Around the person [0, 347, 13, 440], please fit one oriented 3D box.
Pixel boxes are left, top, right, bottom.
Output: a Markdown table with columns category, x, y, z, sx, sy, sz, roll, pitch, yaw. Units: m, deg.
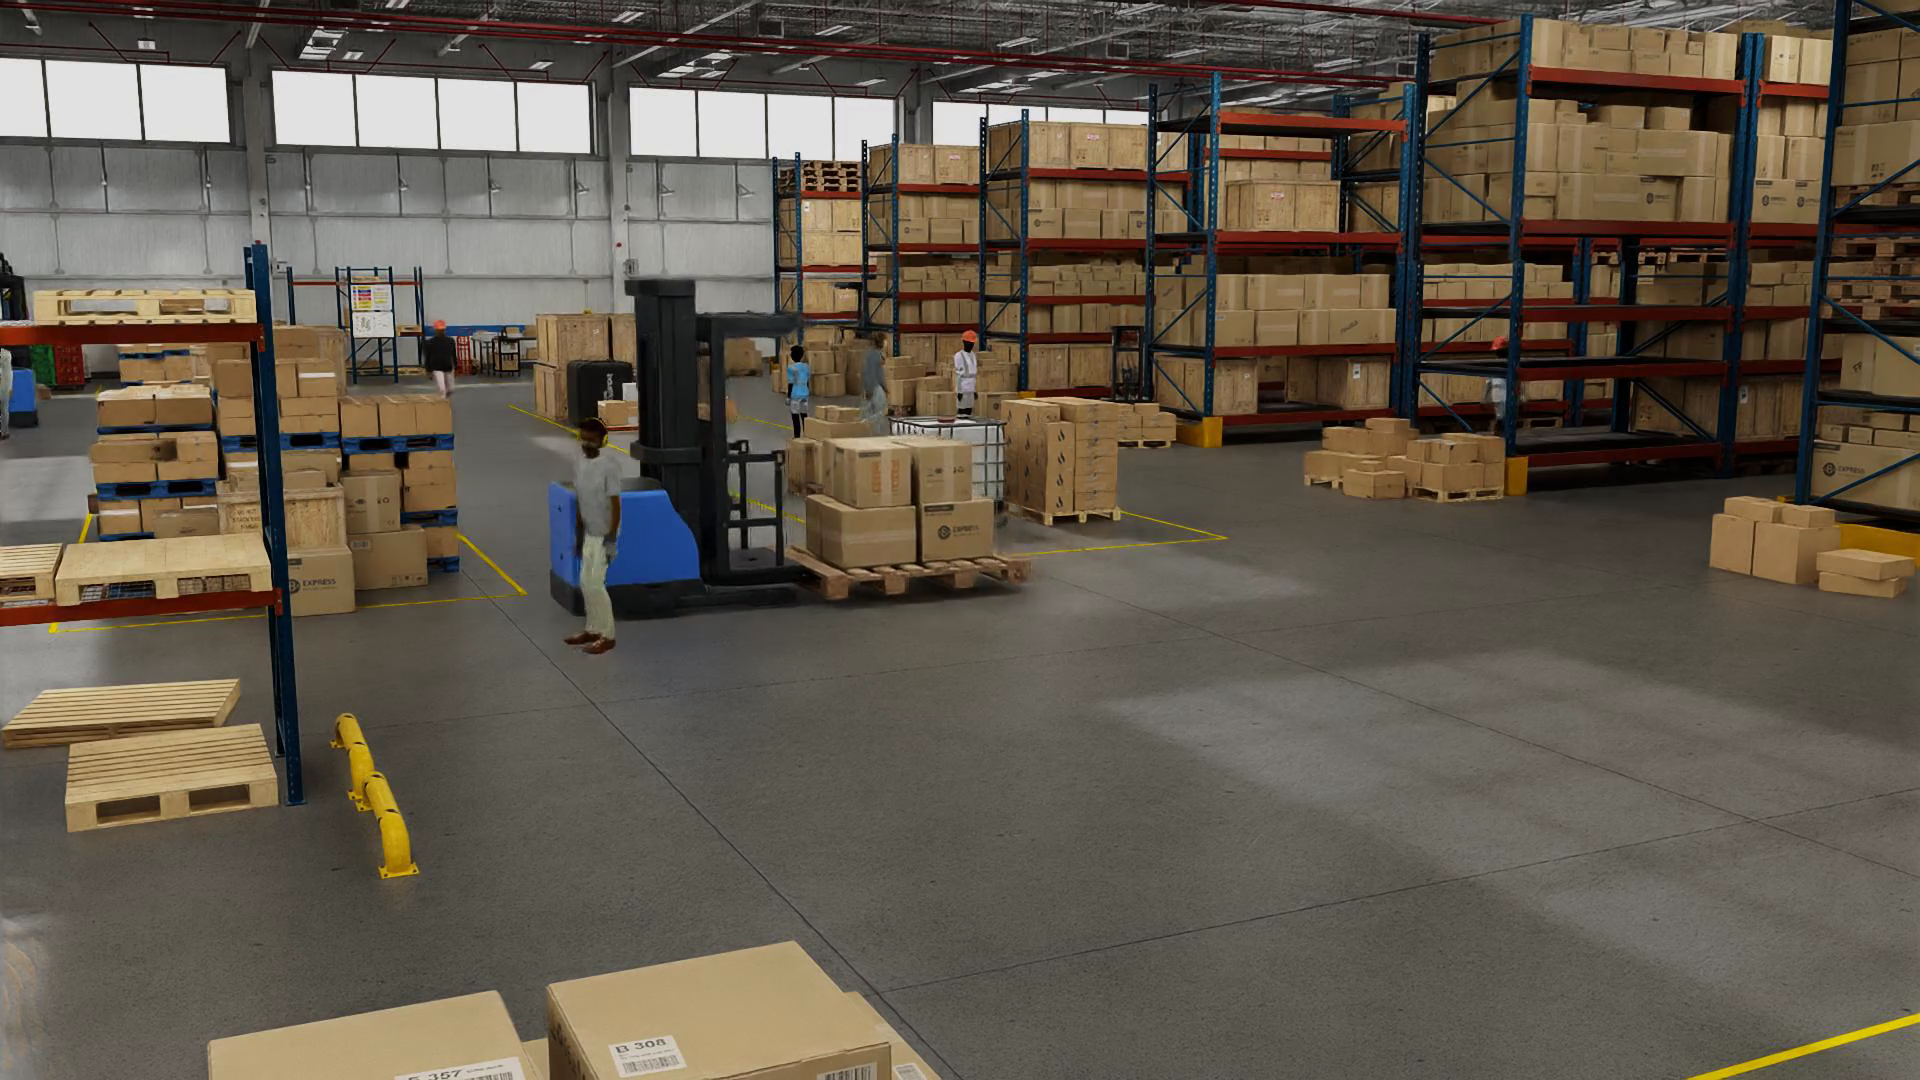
| category | x | y | z | sx | sy | sz | roll | pitch | yaw |
| --- | --- | --- | --- | --- | --- | --- | --- | --- | --- |
| person | -16.497 | -2.618 | 28.348 | 0.637 | 1.914 | 0.891 | -3 | 10 | -17 |

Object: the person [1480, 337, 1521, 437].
| category | x | y | z | sx | sy | sz | roll | pitch | yaw |
| --- | --- | --- | --- | --- | --- | --- | --- | --- | --- |
| person | 8.140 | -2.121 | 25.277 | 0.950 | 1.890 | 0.574 | -4 | 10 | -24 |

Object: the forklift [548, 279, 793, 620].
| category | x | y | z | sx | sy | sz | roll | pitch | yaw |
| --- | --- | --- | --- | --- | --- | --- | --- | --- | --- |
| forklift | -2.523 | -0.830 | 14.234 | 1.873 | 2.768 | 1.129 | -4 | 10 | -25 |

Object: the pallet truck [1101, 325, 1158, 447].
| category | x | y | z | sx | sy | sz | roll | pitch | yaw |
| --- | --- | --- | --- | --- | --- | --- | --- | --- | --- |
| pallet truck | 2.881 | -2.596 | 27.923 | 0.823 | 1.965 | 1.885 | -1 | 9 | -7 |

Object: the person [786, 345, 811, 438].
| category | x | y | z | sx | sy | sz | roll | pitch | yaw |
| --- | --- | --- | --- | --- | --- | --- | --- | --- | --- |
| person | -2.660 | -2.345 | 27.293 | 0.318 | 1.700 | 0.535 | 6 | 11 | 33 |

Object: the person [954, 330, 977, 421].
| category | x | y | z | sx | sy | sz | roll | pitch | yaw |
| --- | --- | --- | --- | --- | --- | --- | --- | --- | --- |
| person | 0.128 | -2.499 | 27.520 | 0.376 | 1.934 | 0.546 | 6 | 11 | 32 |

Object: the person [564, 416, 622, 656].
| category | x | y | z | sx | sy | sz | roll | pitch | yaw |
| --- | --- | --- | --- | --- | --- | --- | --- | --- | --- |
| person | -2.767 | -0.037 | 12.575 | 0.656 | 1.823 | 0.390 | 8 | 12 | 42 |

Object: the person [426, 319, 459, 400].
| category | x | y | z | sx | sy | sz | roll | pitch | yaw |
| --- | --- | --- | --- | --- | --- | --- | --- | --- | --- |
| person | -10.269 | -3.394 | 32.948 | 0.627 | 1.970 | 0.562 | -8 | 12 | -42 |

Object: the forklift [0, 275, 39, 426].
| category | x | y | z | sx | sy | sz | roll | pitch | yaw |
| --- | --- | --- | --- | --- | --- | --- | --- | --- | --- |
| forklift | -18.038 | -3.560 | 31.172 | 1.129 | 2.768 | 1.873 | -5 | 11 | -31 |

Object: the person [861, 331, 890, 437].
| category | x | y | z | sx | sy | sz | roll | pitch | yaw |
| --- | --- | --- | --- | --- | --- | --- | --- | --- | --- |
| person | -1.386 | -2.530 | 27.832 | 0.743 | 1.904 | 0.620 | -1 | 9 | -5 |

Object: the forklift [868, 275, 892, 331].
| category | x | y | z | sx | sy | sz | roll | pitch | yaw |
| --- | --- | --- | --- | --- | --- | --- | --- | --- | --- |
| forklift | -2.108 | -5.547 | 43.503 | 1.873 | 2.768 | 1.129 | -4 | 10 | -25 |

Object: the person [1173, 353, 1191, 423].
| category | x | y | z | sx | sy | sz | roll | pitch | yaw |
| --- | --- | --- | --- | --- | --- | --- | --- | --- | --- |
| person | 4.276 | -3.167 | 31.947 | 0.429 | 1.847 | 0.626 | 7 | 12 | 37 |
